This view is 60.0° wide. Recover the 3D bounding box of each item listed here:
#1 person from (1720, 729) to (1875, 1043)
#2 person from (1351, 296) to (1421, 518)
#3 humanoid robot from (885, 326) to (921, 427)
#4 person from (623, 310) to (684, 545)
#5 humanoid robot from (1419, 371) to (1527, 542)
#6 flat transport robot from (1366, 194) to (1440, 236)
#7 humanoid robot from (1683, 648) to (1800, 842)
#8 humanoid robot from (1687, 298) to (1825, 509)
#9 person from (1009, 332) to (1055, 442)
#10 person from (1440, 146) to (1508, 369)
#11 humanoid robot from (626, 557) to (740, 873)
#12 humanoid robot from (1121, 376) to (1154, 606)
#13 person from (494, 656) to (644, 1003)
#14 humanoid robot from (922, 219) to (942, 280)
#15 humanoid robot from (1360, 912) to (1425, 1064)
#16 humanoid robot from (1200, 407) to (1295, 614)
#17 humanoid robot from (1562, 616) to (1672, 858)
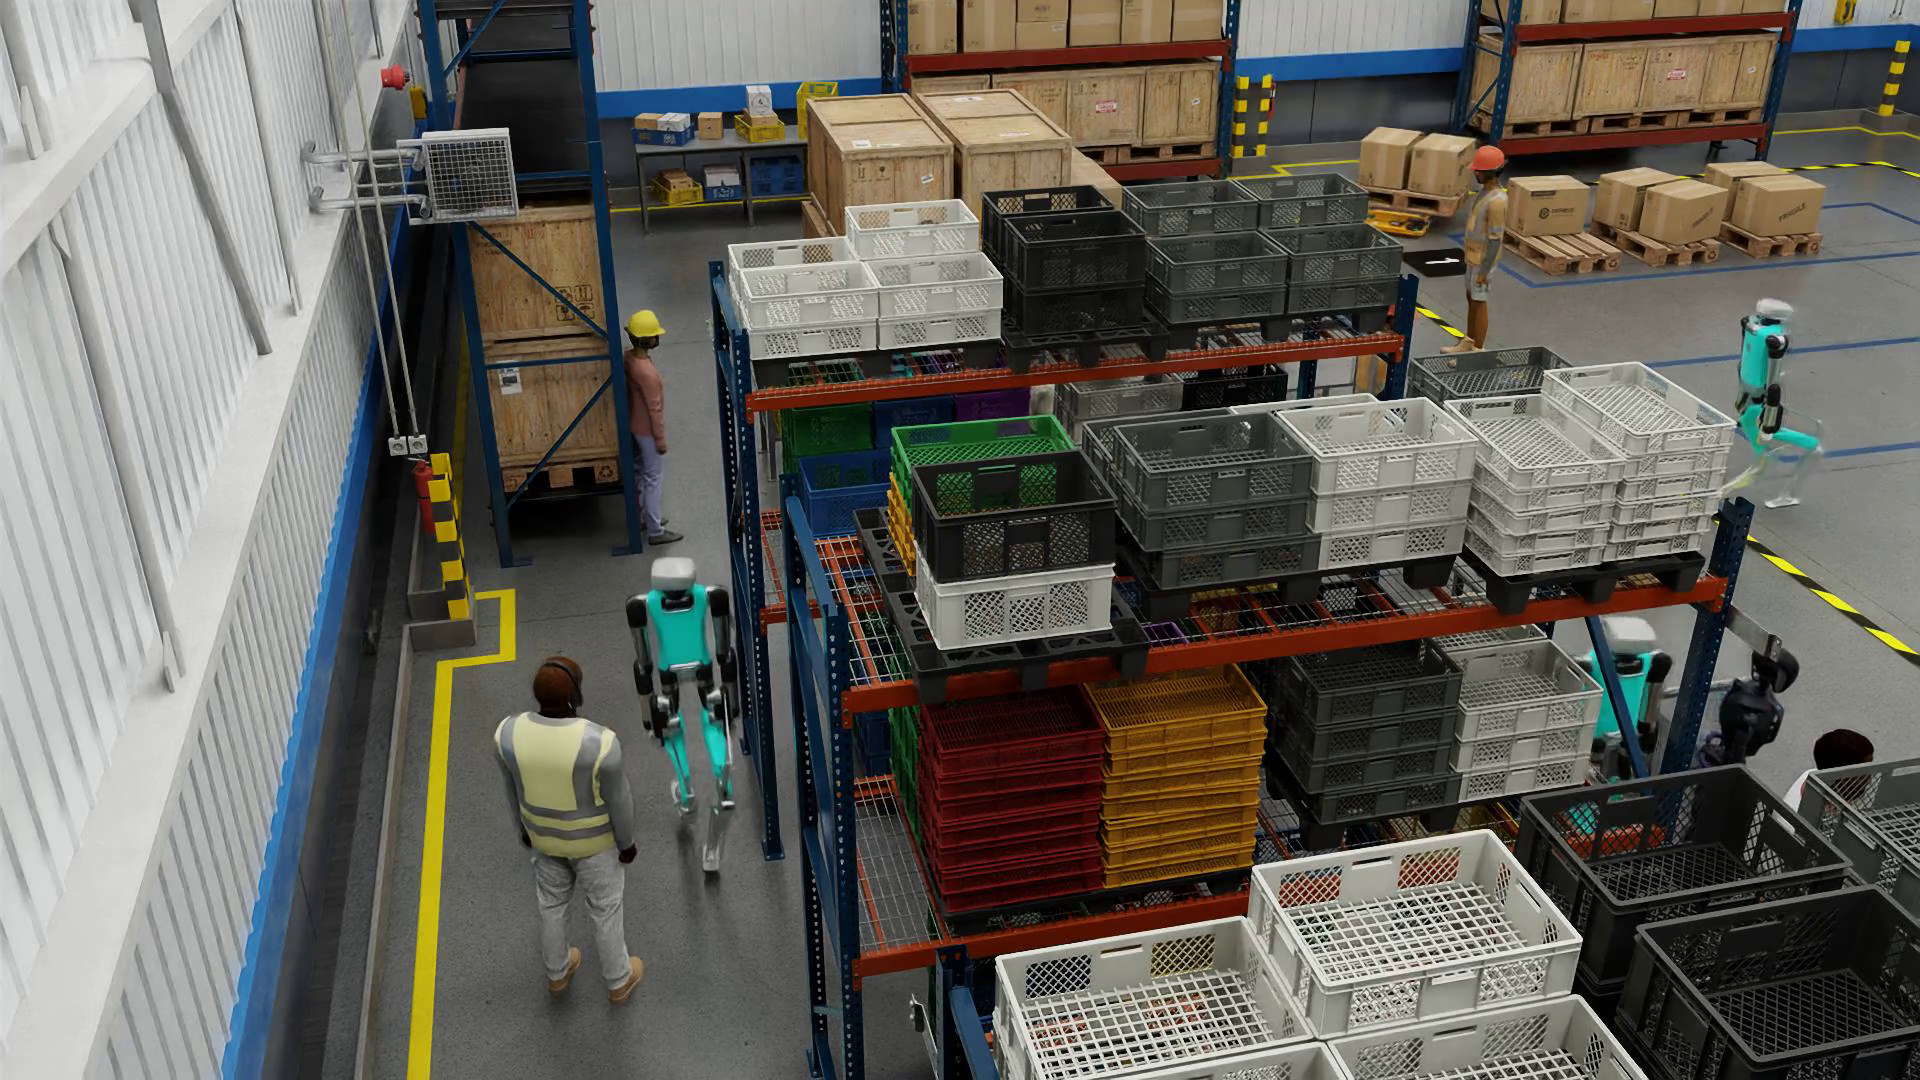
[{"bbox_3d":[3.584,1.628,7.186,0.380,1.920,0.595,14,31,25],"label":"person"},{"bbox_3d":[3.009,-0.882,11.933,0.372,1.933,0.549,-2,28,-5],"label":"person"},{"bbox_3d":[-0.624,-0.926,12.346,0.763,1.890,0.530,7,29,13],"label":"humanoid robot"},{"bbox_3d":[-2.236,-0.813,11.991,0.335,1.762,0.522,-15,31,-26],"label":"person"},{"bbox_3d":[3.357,-0.389,11.222,1.050,1.728,0.544,19,33,32],"label":"humanoid robot"},{"bbox_3d":[5.200,-3.846,19.313,0.652,0.197,1.431,13,31,24],"label":"flat transport robot"},{"bbox_3d":[3.778,1.202,8.262,0.405,1.647,0.613,15,32,27],"label":"humanoid robot"},{"bbox_3d":[6.050,-0.933,12.284,1.039,1.753,0.540,-1,28,-2],"label":"humanoid robot"},{"bbox_3d":[0.443,-0.626,11.561,0.501,1.836,0.332,20,34,33],"label":"person"},{"bbox_3d":[4.652,-2.530,14.955,0.389,2.036,0.604,2,28,4],"label":"person"},{"bbox_3d":[-1.394,0.966,8.633,0.544,1.730,1.009,-6,28,-11],"label":"humanoid robot"},{"bbox_3d":[1.397,-0.341,11.135,0.916,1.755,0.530,-12,30,-22],"label":"humanoid robot"},{"bbox_3d":[-1.802,1.362,7.793,0.622,1.833,0.430,7,29,13],"label":"person"},{"bbox_3d":[-0.350,-1.951,14.292,0.760,1.624,0.610,-13,30,-23],"label":"humanoid robot"},{"bbox_3d":[1.746,2.123,6.522,0.656,1.635,0.584,-7,29,-13],"label":"humanoid robot"},{"bbox_3d":[1.886,-0.135,10.811,0.679,1.634,0.590,-8,29,-14],"label":"humanoid robot"},{"bbox_3d":[3.177,1.285,8.020,0.600,1.773,0.771,-6,28,-11],"label":"humanoid robot"}]
